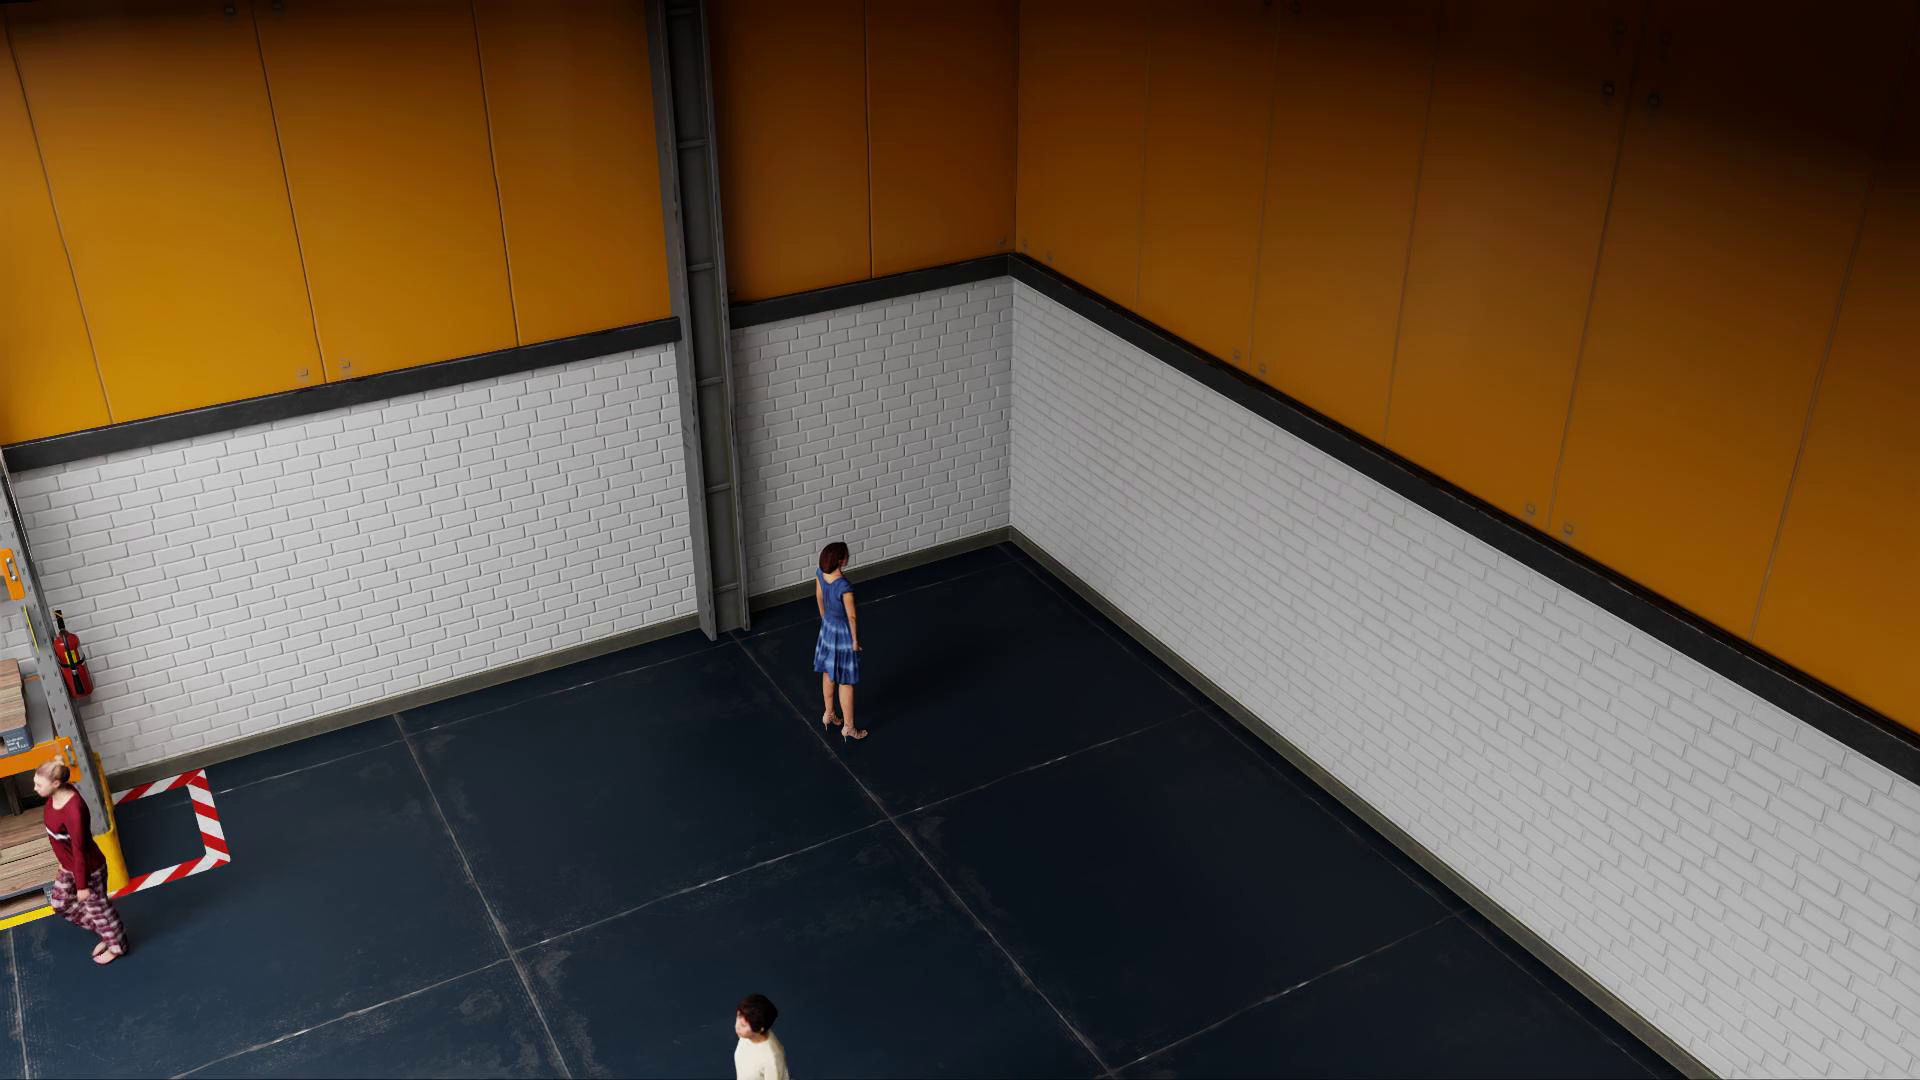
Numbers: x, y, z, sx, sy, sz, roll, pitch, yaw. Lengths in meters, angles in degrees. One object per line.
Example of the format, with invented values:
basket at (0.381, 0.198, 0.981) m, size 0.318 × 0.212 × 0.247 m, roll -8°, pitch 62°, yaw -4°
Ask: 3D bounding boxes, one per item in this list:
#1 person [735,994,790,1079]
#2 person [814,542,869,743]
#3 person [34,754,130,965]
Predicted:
person at (-1.057, 3.163, 9.427) m, size 0.574 × 1.578 × 0.606 m, roll -17°, pitch 33°, yaw -28°
person at (-0.970, 0.810, 13.502) m, size 0.630 × 1.806 × 0.708 m, roll -23°, pitch 36°, yaw -35°
person at (-5.843, 2.134, 11.192) m, size 0.721 × 1.694 × 0.689 m, roll 24°, pitch 37°, yaw 37°
